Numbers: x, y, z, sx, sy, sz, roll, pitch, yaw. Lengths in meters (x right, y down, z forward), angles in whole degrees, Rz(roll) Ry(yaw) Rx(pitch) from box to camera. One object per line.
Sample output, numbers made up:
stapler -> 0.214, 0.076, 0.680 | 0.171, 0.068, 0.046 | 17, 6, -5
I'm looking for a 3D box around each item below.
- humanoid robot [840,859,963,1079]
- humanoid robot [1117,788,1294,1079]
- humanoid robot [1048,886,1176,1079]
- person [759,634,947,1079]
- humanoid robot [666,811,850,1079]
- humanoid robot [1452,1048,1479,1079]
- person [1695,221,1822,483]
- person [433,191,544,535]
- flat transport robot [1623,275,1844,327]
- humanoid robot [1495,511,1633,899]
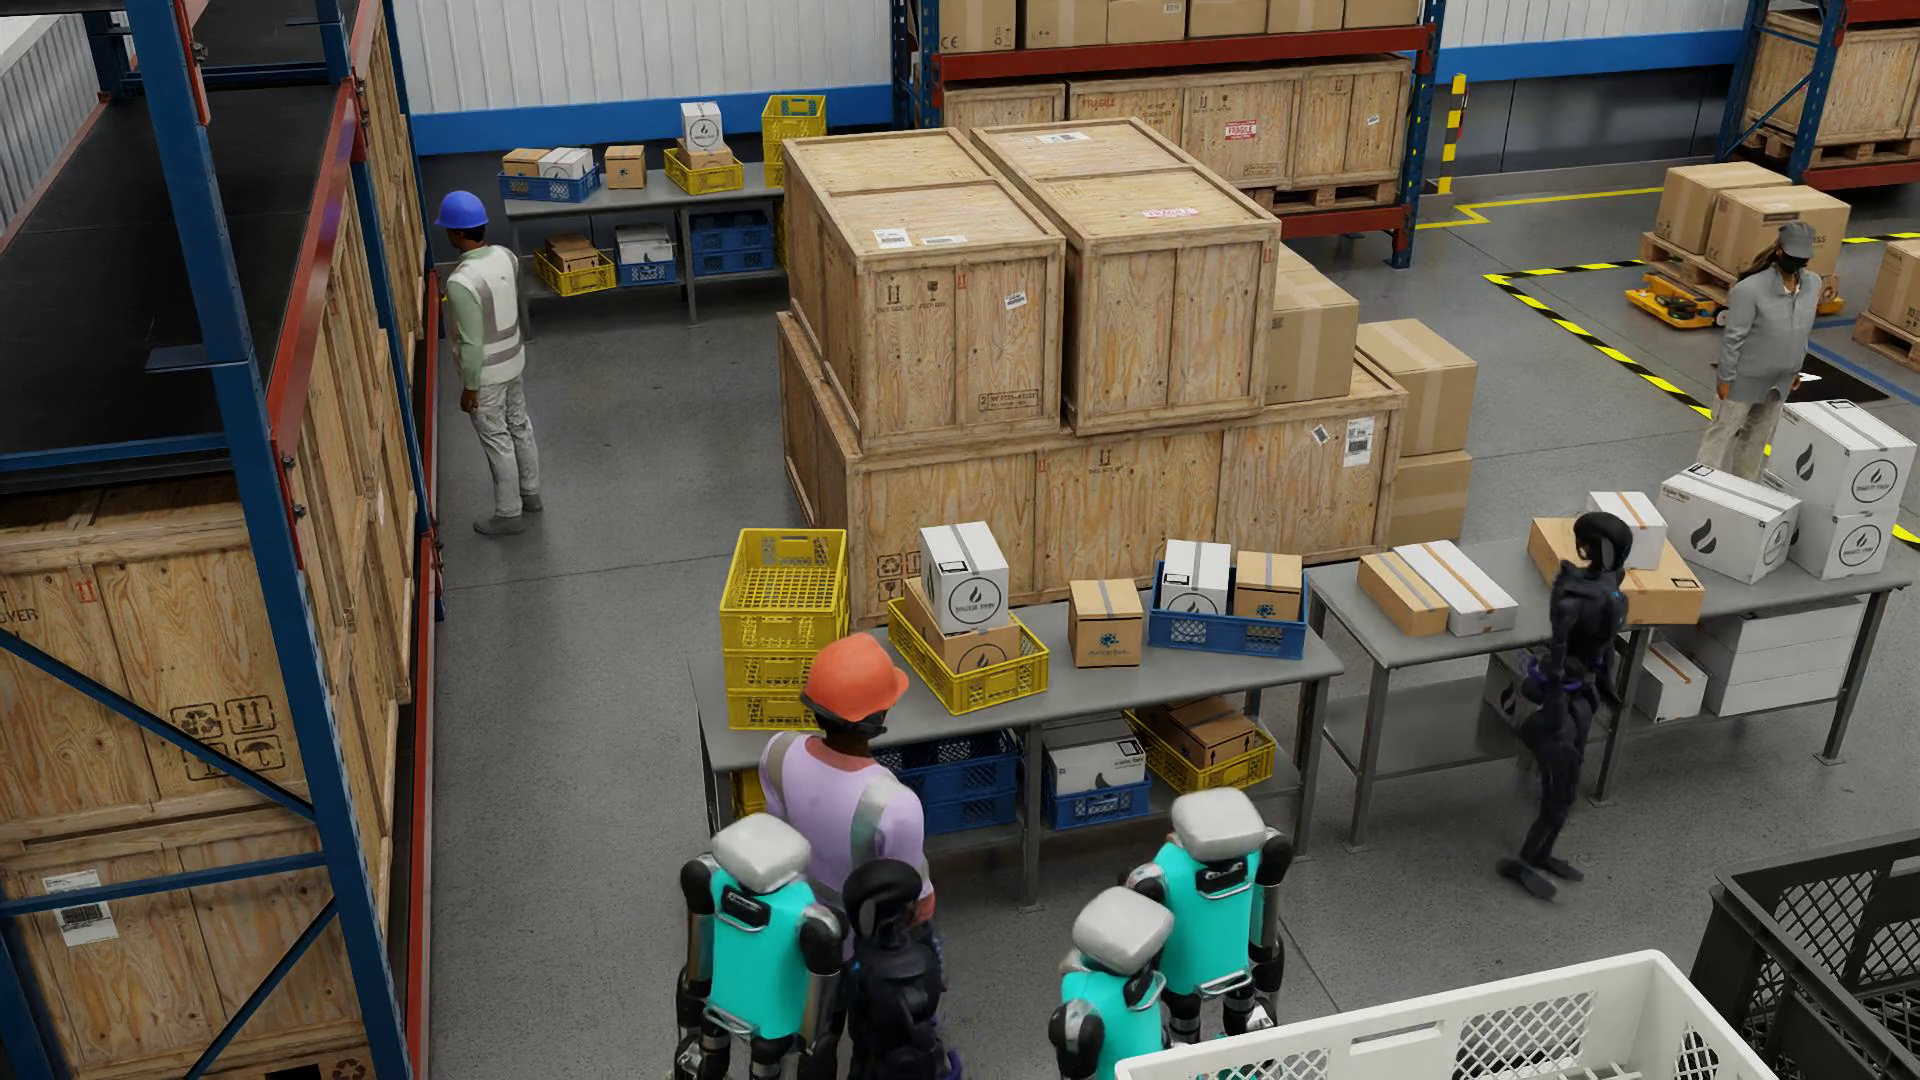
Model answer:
humanoid robot -> -0.157, 1.600, 4.760 | 0.351, 1.648, 0.592 | -12, 31, -21
humanoid robot -> 0.780, 1.543, 4.701 | 0.530, 1.706, 0.718 | -13, 31, -22
humanoid robot -> 0.645, 1.774, 4.408 | 0.854, 1.798, 0.563 | 14, 32, 24
person -> -0.307, 1.180, 5.138 | 0.605, 2.045, 0.375 | 21, 35, 33
humanoid robot -> -0.680, 1.635, 4.600 | 0.530, 1.728, 0.780 | 18, 34, 29
humanoid robot -> 1.165, 1.886, 4.251 | 0.495, 1.641, 0.609 | -21, 35, -33
person -> 4.429, -0.925, 9.240 | 0.573, 1.767, 0.394 | -9, 30, -16
person -> -2.581, -0.955, 9.109 | 0.392, 1.945, 0.617 | 6, 29, 10
flat transport robot -> 5.797, -1.852, 12.450 | 1.431, 0.197, 0.652 | -7, 30, -13
humanoid robot -> 2.418, 0.635, 6.498 | 0.375, 1.653, 0.603 | 23, 36, 36
